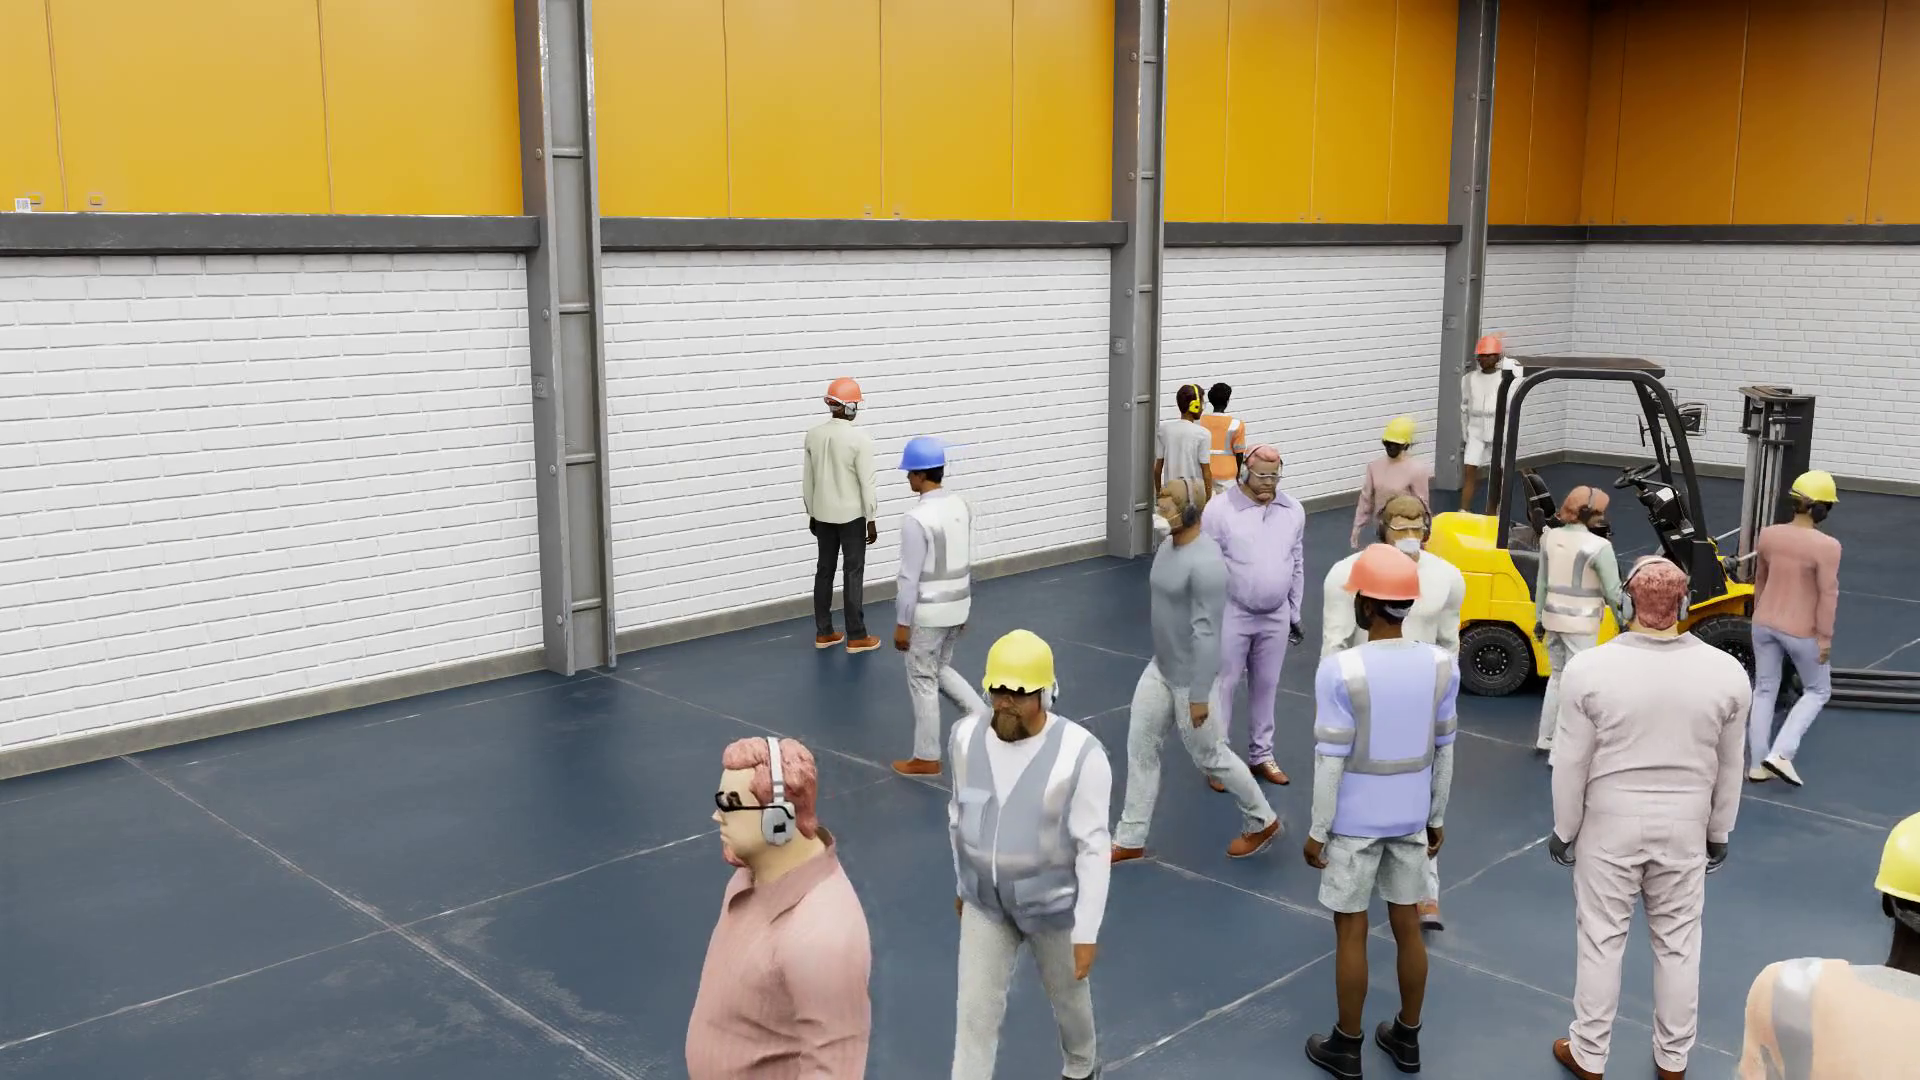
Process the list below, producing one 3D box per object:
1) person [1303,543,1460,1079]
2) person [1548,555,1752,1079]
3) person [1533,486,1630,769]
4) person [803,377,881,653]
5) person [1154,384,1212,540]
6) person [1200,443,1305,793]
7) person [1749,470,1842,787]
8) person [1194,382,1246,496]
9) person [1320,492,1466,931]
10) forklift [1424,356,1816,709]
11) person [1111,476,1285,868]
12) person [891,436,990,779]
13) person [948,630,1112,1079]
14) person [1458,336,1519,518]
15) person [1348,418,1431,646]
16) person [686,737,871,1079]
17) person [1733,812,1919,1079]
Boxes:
[{"bbox_3d":[1.477,0.970,5.931,0.552,1.937,0.359,-3,11,-16],"label":"person"},{"bbox_3d":[2.397,0.997,5.870,0.643,1.910,0.411,1,10,5],"label":"person"},{"bbox_3d":[3.508,0.495,9.397,0.469,1.621,0.534,-4,11,-20],"label":"person"},{"bbox_3d":[-0.848,-0.184,12.074,0.621,1.992,0.397,7,12,33],"label":"person"},{"bbox_3d":[1.755,-0.284,12.978,0.530,1.863,0.321,9,14,40],"label":"person"},{"bbox_3d":[1.599,0.417,9.059,0.641,1.902,0.401,-3,11,-17],"label":"person"},{"bbox_3d":[4.548,0.488,9.075,0.389,1.749,0.541,-5,12,-26],"label":"person"},{"bbox_3d":[2.325,-0.582,15.077,0.530,1.689,0.323,4,11,21],"label":"person"},{"bbox_3d":[1.905,0.740,7.318,0.640,1.889,1.003,1,10,4],"label":"person"},{"bbox_3d":[4.276,-0.101,11.076,2.313,2.155,1.214,2,11,13],"label":"forklift"},{"bbox_3d":[1.113,0.631,7.898,0.976,1.901,0.639,-3,11,-15],"label":"person"},{"bbox_3d":[-0.087,0.391,9.132,0.592,1.926,0.608,6,12,28],"label":"person"},{"bbox_3d":[0.212,1.151,5.402,0.624,1.777,0.977,5,12,27],"label":"person"},{"bbox_3d":[5.357,-1.071,16.934,0.606,1.996,1.067,7,12,33],"label":"person"},{"bbox_3d":[3.159,-0.056,12.177,0.954,1.697,0.546,-6,12,-31],"label":"person"},{"bbox_3d":[-0.428,1.369,3.885,0.447,1.892,0.647,-2,11,-12],"label":"person"},{"bbox_3d":[1.916,1.452,3.400,0.605,1.892,0.790,9,14,41],"label":"person"}]
